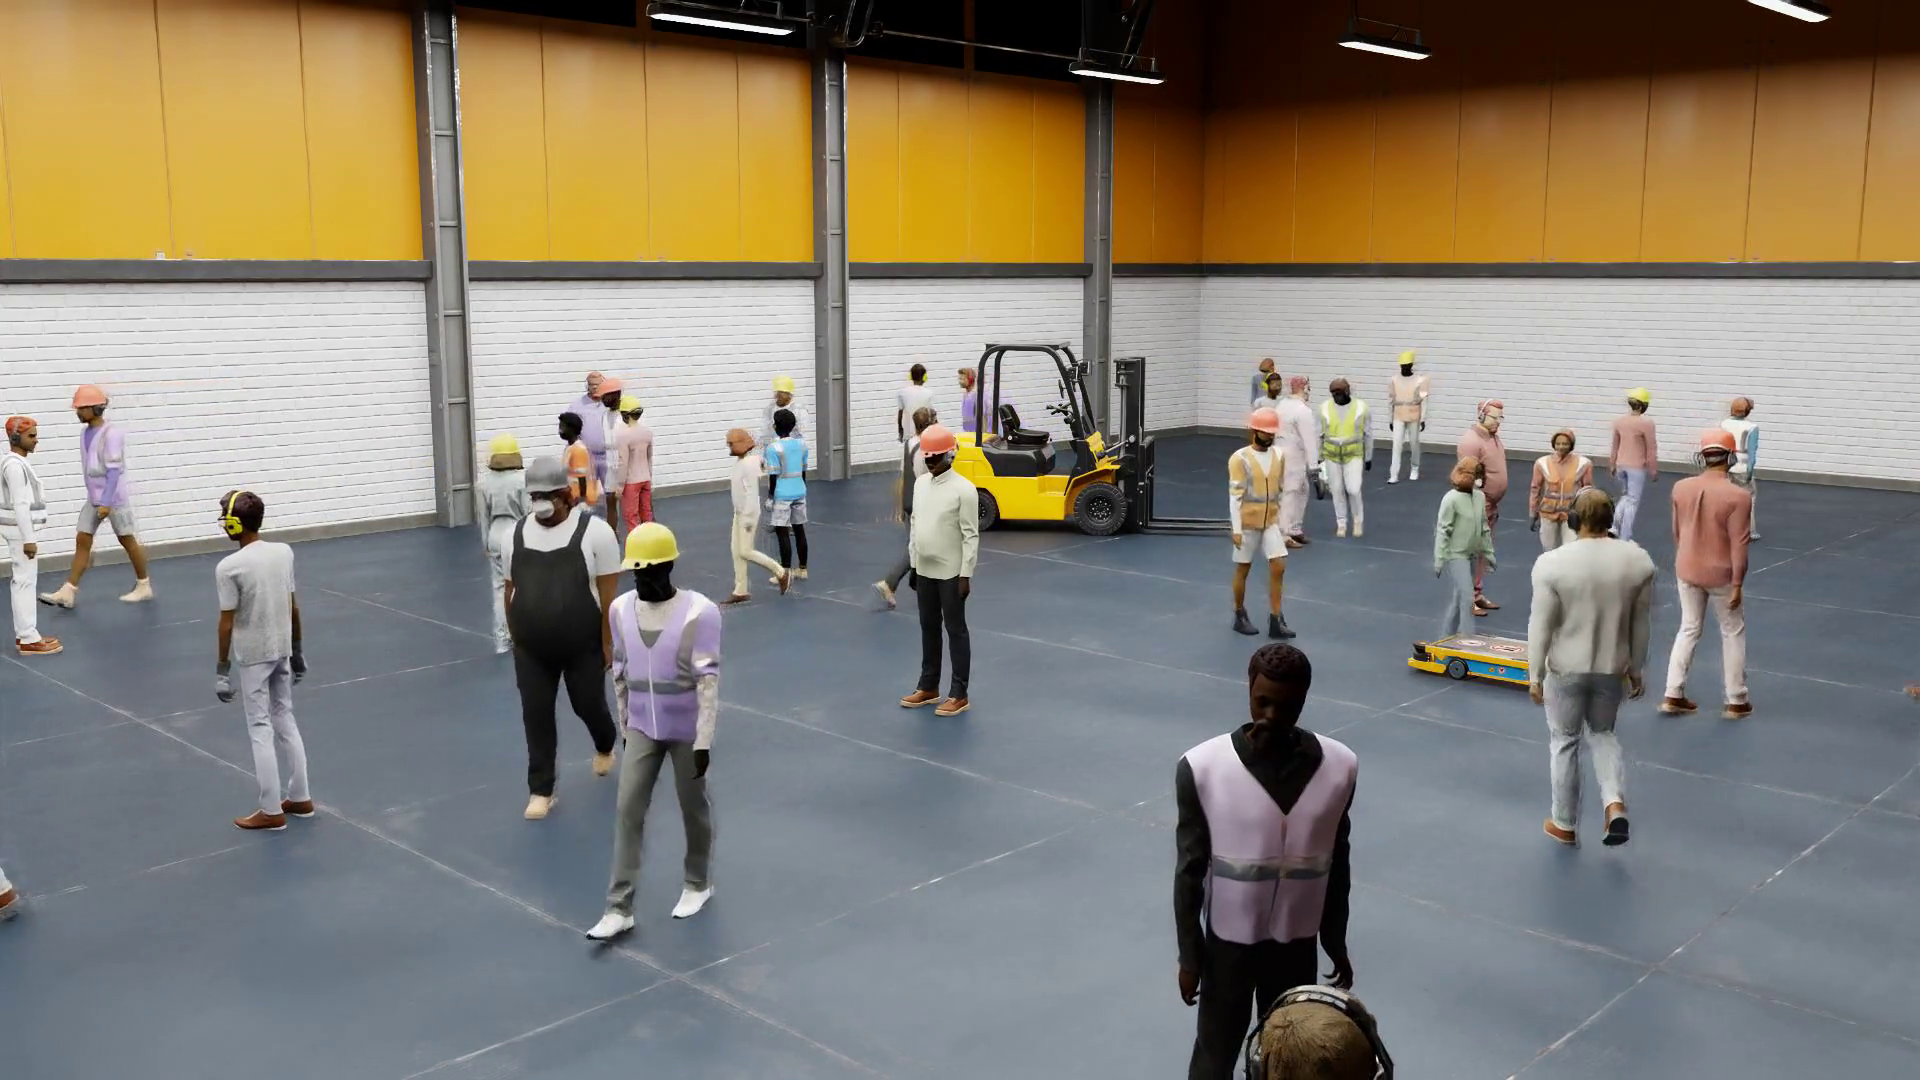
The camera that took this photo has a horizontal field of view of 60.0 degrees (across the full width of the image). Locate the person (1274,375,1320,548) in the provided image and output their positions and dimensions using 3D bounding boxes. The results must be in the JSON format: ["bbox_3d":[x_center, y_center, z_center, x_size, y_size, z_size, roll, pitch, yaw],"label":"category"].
[{"bbox_3d":[3.706,-0.848,18.102,0.636,1.879,0.712,-2,9,-11],"label":"person"}]

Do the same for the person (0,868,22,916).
[{"bbox_3d":[-4.792,0.905,7.379,0.647,1.892,1.036,8,12,40],"label":"person"}]

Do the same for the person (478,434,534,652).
[{"bbox_3d":[-3.558,0.027,13.205,0.517,1.728,0.450,3,10,16],"label":"person"}]

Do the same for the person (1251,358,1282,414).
[{"bbox_3d":[4.943,-2.110,26.658,0.468,1.621,0.513,-9,13,-44],"label":"person"}]

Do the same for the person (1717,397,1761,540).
[{"bbox_3d":[8.676,-0.780,18.520,0.707,1.613,0.520,-7,11,-36],"label":"person"}]

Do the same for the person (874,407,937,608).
[{"bbox_3d":[-0.408,-0.287,14.910,0.867,1.818,0.519,-7,12,-36],"label":"person"}]

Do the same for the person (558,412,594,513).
[{"bbox_3d":[-3.720,-0.376,15.805,0.524,1.678,0.558,-3,10,-20],"label":"person"}]

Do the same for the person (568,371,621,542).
[{"bbox_3d":[-4.008,-0.916,18.452,0.655,1.906,0.407,-2,9,-12],"label":"person"}]

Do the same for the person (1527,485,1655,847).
[{"bbox_3d":[3.246,0.679,8.601,0.646,1.928,0.536,0,9,-3],"label":"person"}]

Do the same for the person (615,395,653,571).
[{"bbox_3d":[-3.295,-0.572,16.773,0.310,1.768,0.533,5,10,26],"label":"person"}]

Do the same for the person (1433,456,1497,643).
[{"bbox_3d":[3.941,0.170,12.684,0.526,1.606,0.644,-9,13,-43],"label":"person"}]

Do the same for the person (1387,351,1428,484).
[{"bbox_3d":[6.371,-1.752,23.677,0.605,1.886,0.976,5,11,29],"label":"person"}]

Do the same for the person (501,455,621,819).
[{"bbox_3d":[-2.241,0.491,9.414,0.681,2.000,0.797,0,9,3],"label":"person"}]

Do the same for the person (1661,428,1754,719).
[{"bbox_3d":[5.062,0.228,11.278,0.660,1.963,0.639,-6,11,-32],"label":"person"}]

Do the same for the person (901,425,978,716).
[{"bbox_3d":[-0.140,0.200,11.360,0.387,1.988,0.608,-9,13,-44],"label":"person"}]

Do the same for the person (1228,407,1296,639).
[{"bbox_3d":[2.470,-0.122,13.556,0.575,1.905,0.796,-4,10,-22],"label":"person"}]

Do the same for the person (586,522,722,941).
[{"bbox_3d":[-1.385,0.874,7.534,0.590,1.893,0.889,3,10,16],"label":"person"}]

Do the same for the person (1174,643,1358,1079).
[{"bbox_3d":[0.941,1.244,5.177,0.590,1.917,0.397,-2,10,-13],"label":"person"}]

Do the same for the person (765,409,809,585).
[{"bbox_3d":[-1.670,-0.414,16.012,0.319,1.695,0.538,7,12,37],"label":"person"}]

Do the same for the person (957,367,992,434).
[{"bbox_3d":[0.107,-1.253,20.829,0.894,1.799,0.582,-2,9,-12],"label":"person"}]

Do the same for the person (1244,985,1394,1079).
[{"bbox_3d":[0.575,1.650,2.787,0.644,1.887,1.045,7,11,35],"label":"person"}]

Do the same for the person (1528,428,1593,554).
[{"bbox_3d":[5.354,-0.187,14.848,0.543,1.617,0.575,4,10,22],"label":"person"}]

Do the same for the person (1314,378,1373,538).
[{"bbox_3d":[4.322,-0.921,18.812,0.653,1.808,0.491,4,10,21],"label":"person"}]

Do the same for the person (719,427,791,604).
[{"bbox_3d":[-1.874,-0.216,15.058,0.581,1.612,0.530,-4,10,-24],"label":"person"}]

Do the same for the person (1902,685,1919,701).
[{"bbox_3d":[7.026,0.210,11.563,0.829,1.899,0.598,7,12,37],"label":"person"}]

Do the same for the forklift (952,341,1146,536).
[{"bbox_3d":[0.977,-1.223,19.452,2.313,2.155,1.214,2,9,11],"label":"forklift"}]

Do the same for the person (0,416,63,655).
[{"bbox_3d":[-7.381,-0.039,13.136,0.355,1.886,0.572,-6,11,-31],"label":"person"}]

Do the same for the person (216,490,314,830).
[{"bbox_3d":[-3.784,0.651,8.992,0.346,1.862,0.532,4,10,24],"label":"person"}]

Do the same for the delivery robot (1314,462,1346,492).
[{"bbox_3d":[4.939,-0.884,22.099,0.477,0.478,0.707,0,9,-2],"label":"delivery robot"}]

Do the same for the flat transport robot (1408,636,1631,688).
[{"bbox_3d":[4.118,0.906,12.284,1.431,0.197,0.652,9,13,43],"label":"flat transport robot"}]

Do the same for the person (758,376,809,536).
[{"bbox_3d":[-2.011,-0.942,18.928,0.631,1.812,0.404,4,10,23],"label":"person"}]

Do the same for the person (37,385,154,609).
[{"bbox_3d":[-7.731,-0.368,14.824,0.617,1.993,1.030,5,11,30],"label":"person"}]

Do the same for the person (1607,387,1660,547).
[{"bbox_3d":[7.330,-0.779,18.101,0.387,1.755,0.541,-4,10,-24],"label":"person"}]

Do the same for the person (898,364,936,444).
[{"bbox_3d":[-0.542,-1.331,21.227,0.507,1.827,0.960,1,9,3],"label":"person"}]

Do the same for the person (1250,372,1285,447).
[{"bbox_3d":[3.738,-1.091,19.833,0.486,1.803,0.990,-7,12,-38],"label":"person"}]

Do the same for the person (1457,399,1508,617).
[{"bbox_3d":[4.609,-0.293,14.659,0.400,1.901,0.643,7,12,37],"label":"person"}]

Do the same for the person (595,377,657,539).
[{"bbox_3d":[-3.609,-0.827,17.962,0.549,1.895,0.942,5,10,27],"label":"person"}]
